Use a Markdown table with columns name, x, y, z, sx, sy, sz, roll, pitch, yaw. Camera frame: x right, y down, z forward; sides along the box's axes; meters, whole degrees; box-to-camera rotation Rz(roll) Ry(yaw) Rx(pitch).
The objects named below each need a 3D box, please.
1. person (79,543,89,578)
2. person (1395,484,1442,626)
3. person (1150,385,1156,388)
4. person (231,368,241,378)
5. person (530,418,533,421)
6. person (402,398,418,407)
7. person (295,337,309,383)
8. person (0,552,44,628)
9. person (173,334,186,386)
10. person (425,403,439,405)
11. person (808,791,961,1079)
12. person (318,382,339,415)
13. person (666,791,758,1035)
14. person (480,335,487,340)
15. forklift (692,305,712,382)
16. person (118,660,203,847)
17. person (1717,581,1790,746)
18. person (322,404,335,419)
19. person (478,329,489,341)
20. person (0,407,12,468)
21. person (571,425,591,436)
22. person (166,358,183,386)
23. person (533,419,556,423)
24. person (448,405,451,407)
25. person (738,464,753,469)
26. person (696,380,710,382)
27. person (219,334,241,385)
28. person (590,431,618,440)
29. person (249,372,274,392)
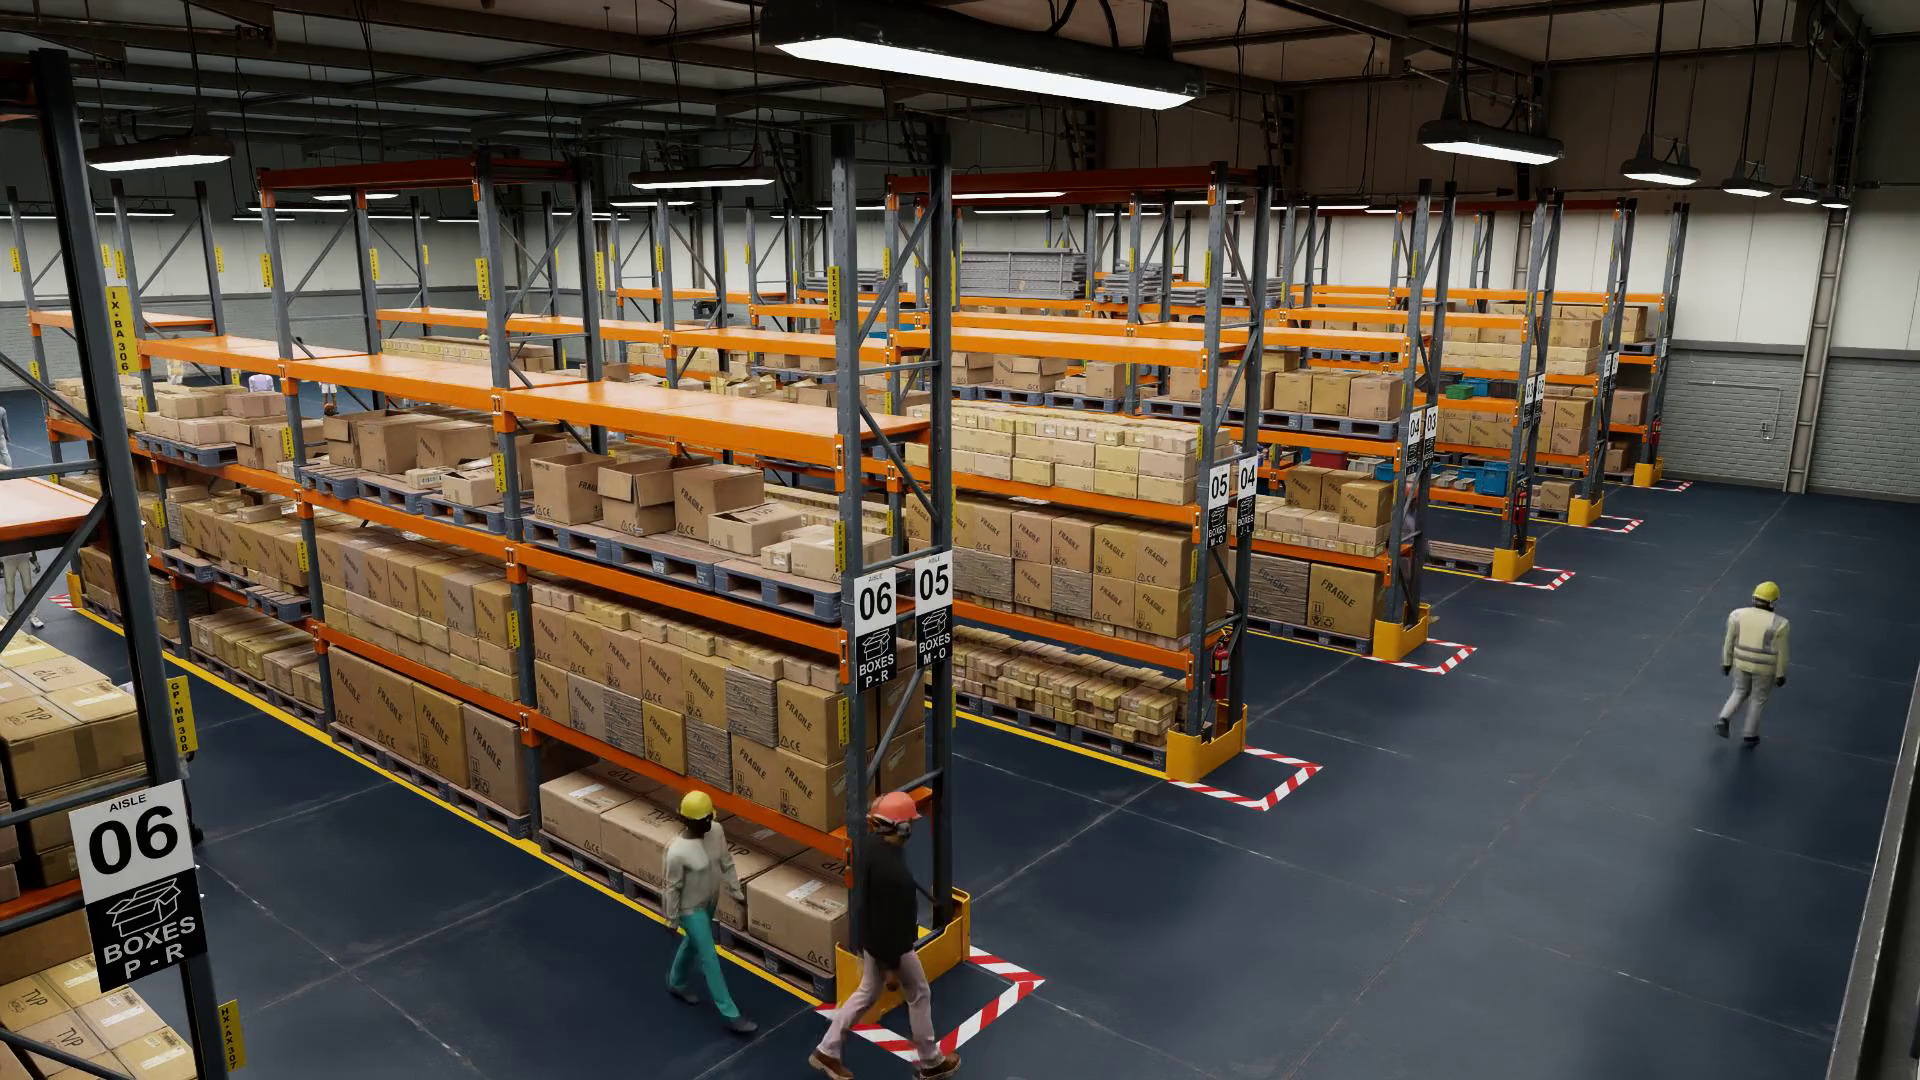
| name | x | y | z | sx | sy | sz | roll | pitch | yaw |
| --- | --- | --- | --- | --- | --- | --- | --- | --- | --- |
| person | -13.870 | -0.214 | 20.055 | 0.542 | 1.654 | 0.859 | -1 | 14 | -3 |
| person | 6.344 | 0.202 | 17.632 | 1.043 | 1.986 | 0.623 | 13 | 19 | 43 |
| person | 4.796 | -3.151 | 31.571 | 0.543 | 1.931 | 0.371 | -7 | 15 | -26 |
| person | -24.319 | -5.545 | 42.117 | 0.788 | 1.585 | 0.535 | 10 | 17 | 36 |
| person | -10.421 | -3.123 | 31.628 | 0.642 | 1.854 | 1.027 | 3 | 14 | 14 |
| person | -15.675 | -4.208 | 35.899 | 0.547 | 1.938 | 0.377 | -4 | 14 | -16 |
| person | -24.366 | -6.658 | 46.520 | 0.468 | 1.682 | 0.549 | -5 | 14 | -18 |
| person | -13.059 | 0.320 | 17.432 | 0.333 | 1.865 | 0.520 | 13 | 18 | 42 |
| person | -28.078 | -6.432 | 45.150 | 0.770 | 1.891 | 0.430 | 13 | 18 | 42 |
| person | -15.826 | -4.608 | 37.621 | 0.623 | 1.894 | 1.004 | -3 | 14 | -14 |
| person | -0.525 | 2.563 | 8.063 | 0.948 | 1.947 | 0.630 | -6 | 15 | -23 |
| person | -19.245 | -4.805 | 38.346 | 0.551 | 1.942 | 0.344 | -7 | 16 | -28 |
| person | -1.758 | 2.520 | 8.685 | 0.912 | 1.719 | 0.526 | 7 | 15 | 26 |
| person | -17.636 | -6.737 | 46.710 | 0.531 | 1.749 | 0.528 | 7 | 15 | 27 |
| forklift | -9.511 | -7.392 | 47.124 | 1.873 | 2.768 | 1.129 | 11 | 17 | 38 |
| person | -7.080 | 1.815 | 11.118 | 0.548 | 1.942 | 0.348 | -7 | 15 | -25 |
| person | 8.445 | 1.326 | 13.388 | 0.495 | 1.817 | 0.597 | -8 | 16 | -30 |
| person | -13.320 | -1.955 | 26.749 | 0.362 | 1.883 | 0.575 | 6 | 15 | 23 |
| person | -19.338 | -7.796 | 51.319 | 0.509 | 1.617 | 0.609 | -12 | 18 | -42 |
| person | -21.538 | -2.301 | 28.055 | 0.371 | 1.939 | 0.629 | 8 | 16 | 29 |
| person | -9.227 | -2.956 | 30.815 | 0.631 | 1.910 | 0.675 | -5 | 14 | -18 |
| person | -25.589 | -5.453 | 41.056 | 0.432 | 1.919 | 0.566 | 5 | 15 | 20 |
| person | -9.967 | -2.810 | 30.352 | 0.626 | 1.843 | 0.430 | -6 | 15 | -23 |
| person | -14.644 | -4.313 | 36.172 | 0.650 | 2.017 | 0.529 | -6 | 15 | -24 |
| person | -5.054 | -2.535 | 29.232 | 0.507 | 1.840 | 0.330 | 9 | 17 | 34 |
| person | -7.442 | -4.293 | 36.689 | 0.358 | 1.730 | 0.490 | 9 | 16 | 33 |
| person | -25.872 | -6.339 | 44.664 | 0.624 | 1.951 | 1.023 | 1 | 14 | 5 |
| person | -7.374 | -1.748 | 26.176 | 0.606 | 1.765 | 0.901 | 2 | 14 | 10 |
| person | -19.224 | -3.916 | 34.722 | 0.593 | 1.924 | 0.384 | -8 | 16 | -30 |
